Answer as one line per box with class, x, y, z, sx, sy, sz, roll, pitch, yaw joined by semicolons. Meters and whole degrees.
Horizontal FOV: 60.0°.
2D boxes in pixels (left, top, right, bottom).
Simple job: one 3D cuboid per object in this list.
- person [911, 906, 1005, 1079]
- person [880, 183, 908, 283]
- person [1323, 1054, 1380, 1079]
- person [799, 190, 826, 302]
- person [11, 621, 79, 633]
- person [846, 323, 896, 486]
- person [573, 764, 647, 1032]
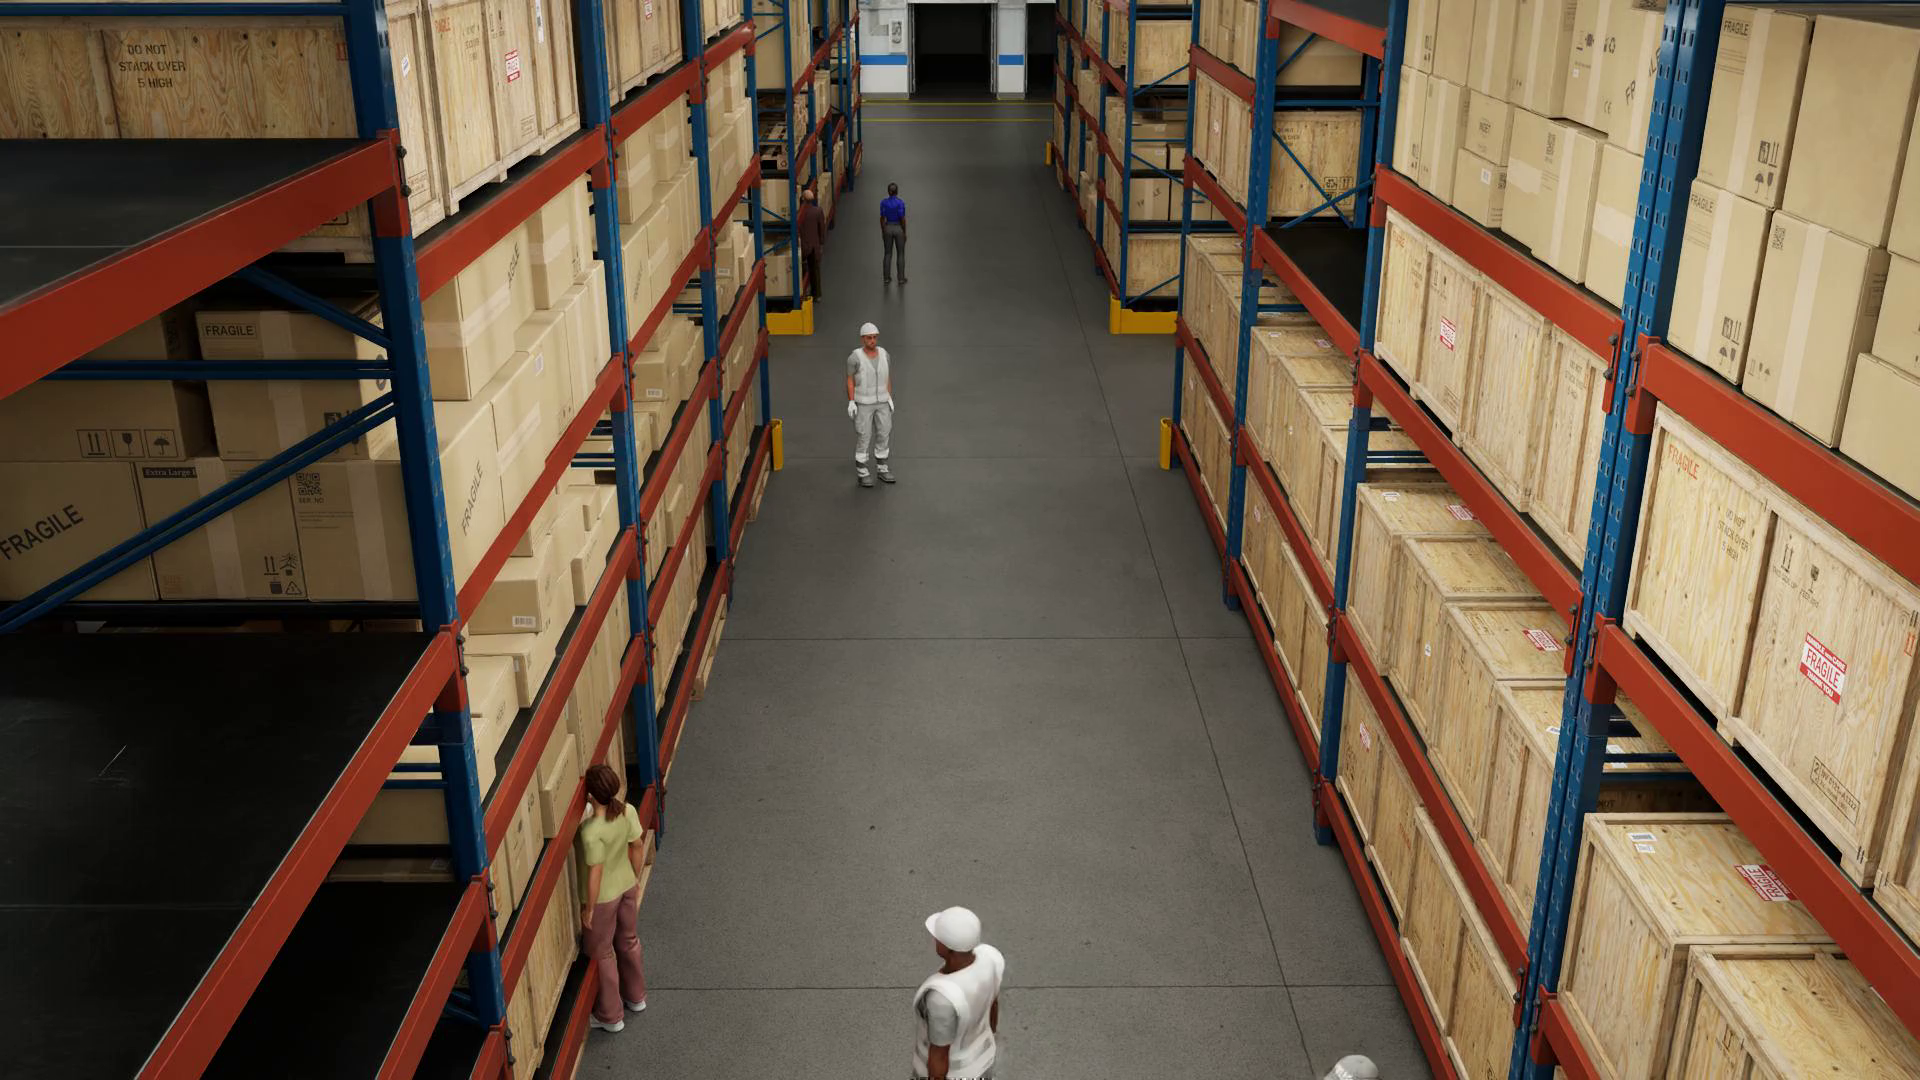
person;-0.025;2.528;8.079;0.837;1.779;0.572;16;27;35
person;-1.087;-5.098;27.590;0.441;1.658;0.353;5;22;12
person;1.689;2.934;7.235;0.536;1.674;0.600;-4;22;-10
person;-2.465;-4.654;26.291;0.565;1.780;0.499;-20;29;-40
person;-6.960;0.779;12.534;0.594;1.763;0.970;-10;24;-24
person;-0.963;-1.492;18.264;0.536;1.793;0.398;-12;24;-27
person;-2.022;2.025;9.504;0.394;1.670;0.429;12;24;27
